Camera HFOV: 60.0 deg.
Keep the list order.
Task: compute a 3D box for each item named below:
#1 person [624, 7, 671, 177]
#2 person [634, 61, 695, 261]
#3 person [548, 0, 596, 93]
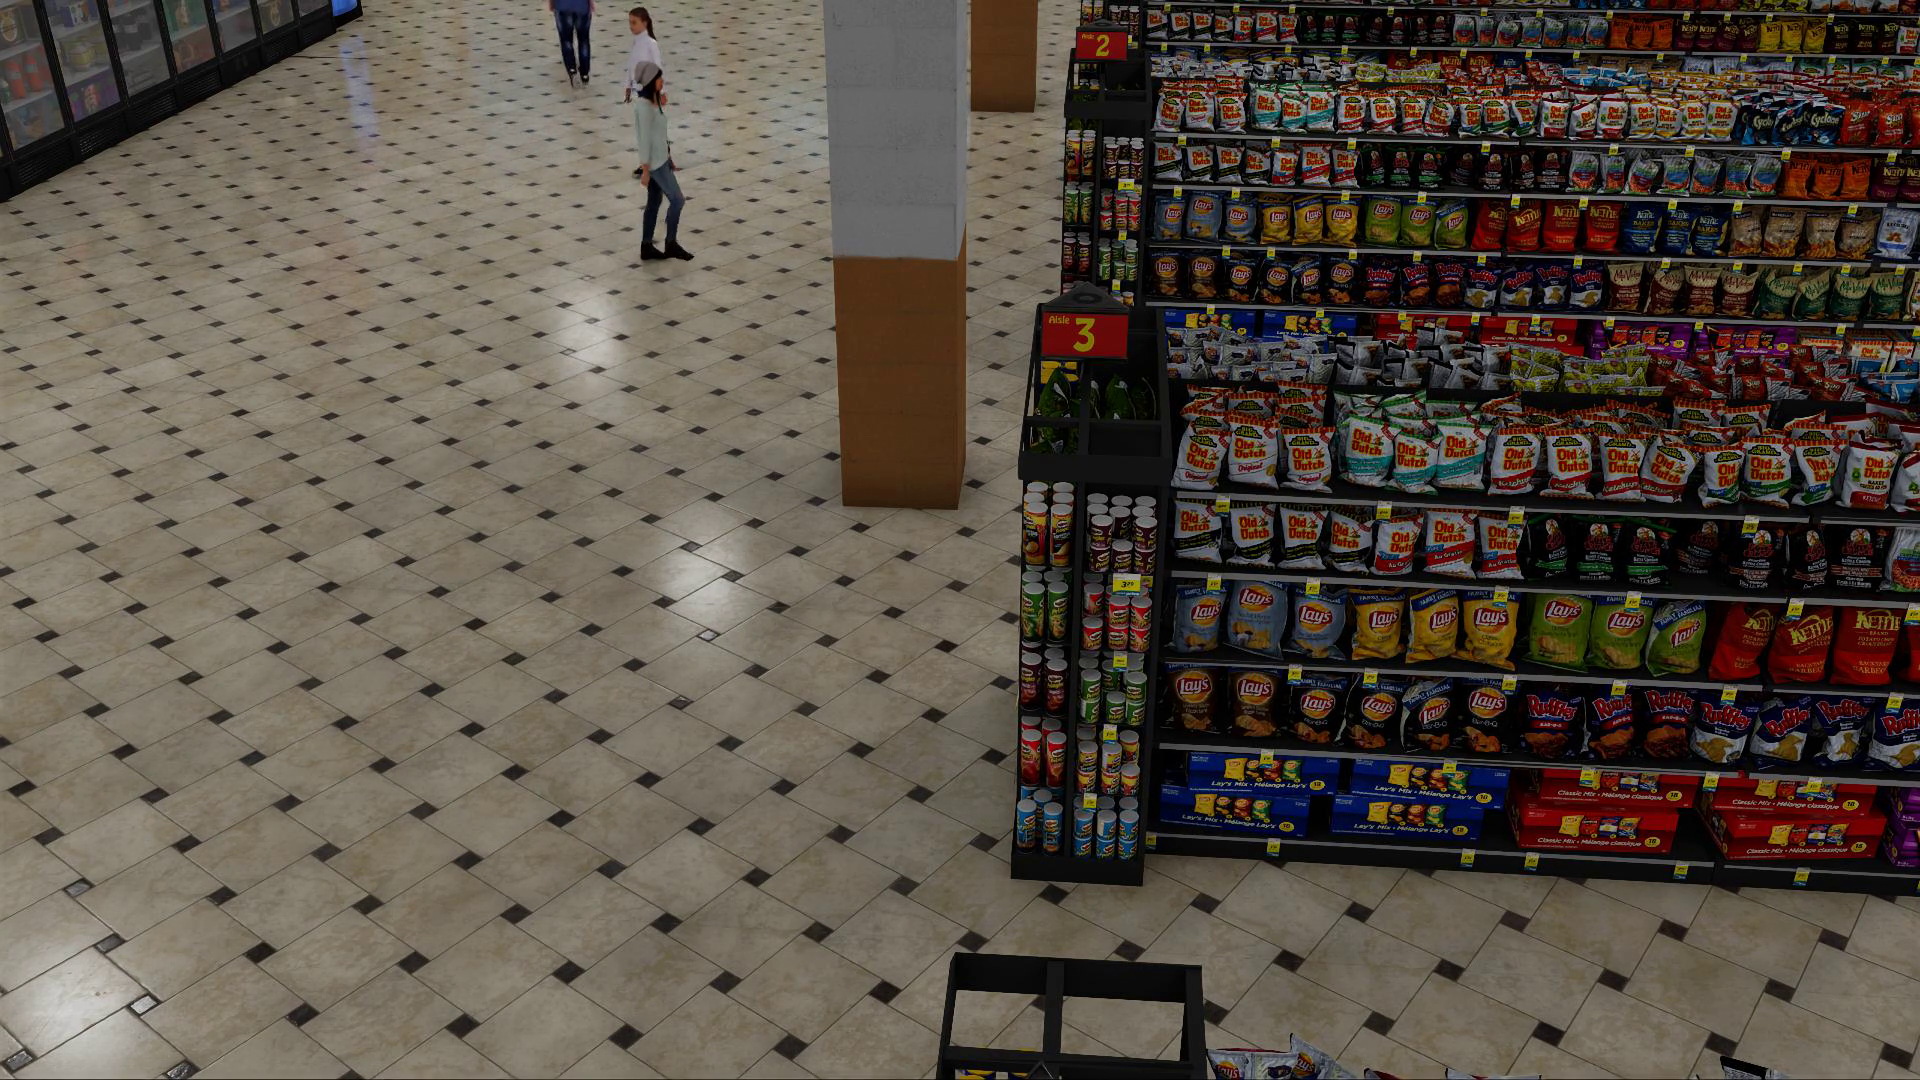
[{"bbox_3d":[-2.907,-4.295,15.873,0.875,1.531,0.860,20,34,32],"label":"person"},{"bbox_3d":[-2.549,-3.050,13.489,0.710,1.632,0.644,-1,29,-2],"label":"person"},{"bbox_3d":[-4.331,-5.923,18.580,1.164,1.795,1.032,-7,30,-13],"label":"person"}]
